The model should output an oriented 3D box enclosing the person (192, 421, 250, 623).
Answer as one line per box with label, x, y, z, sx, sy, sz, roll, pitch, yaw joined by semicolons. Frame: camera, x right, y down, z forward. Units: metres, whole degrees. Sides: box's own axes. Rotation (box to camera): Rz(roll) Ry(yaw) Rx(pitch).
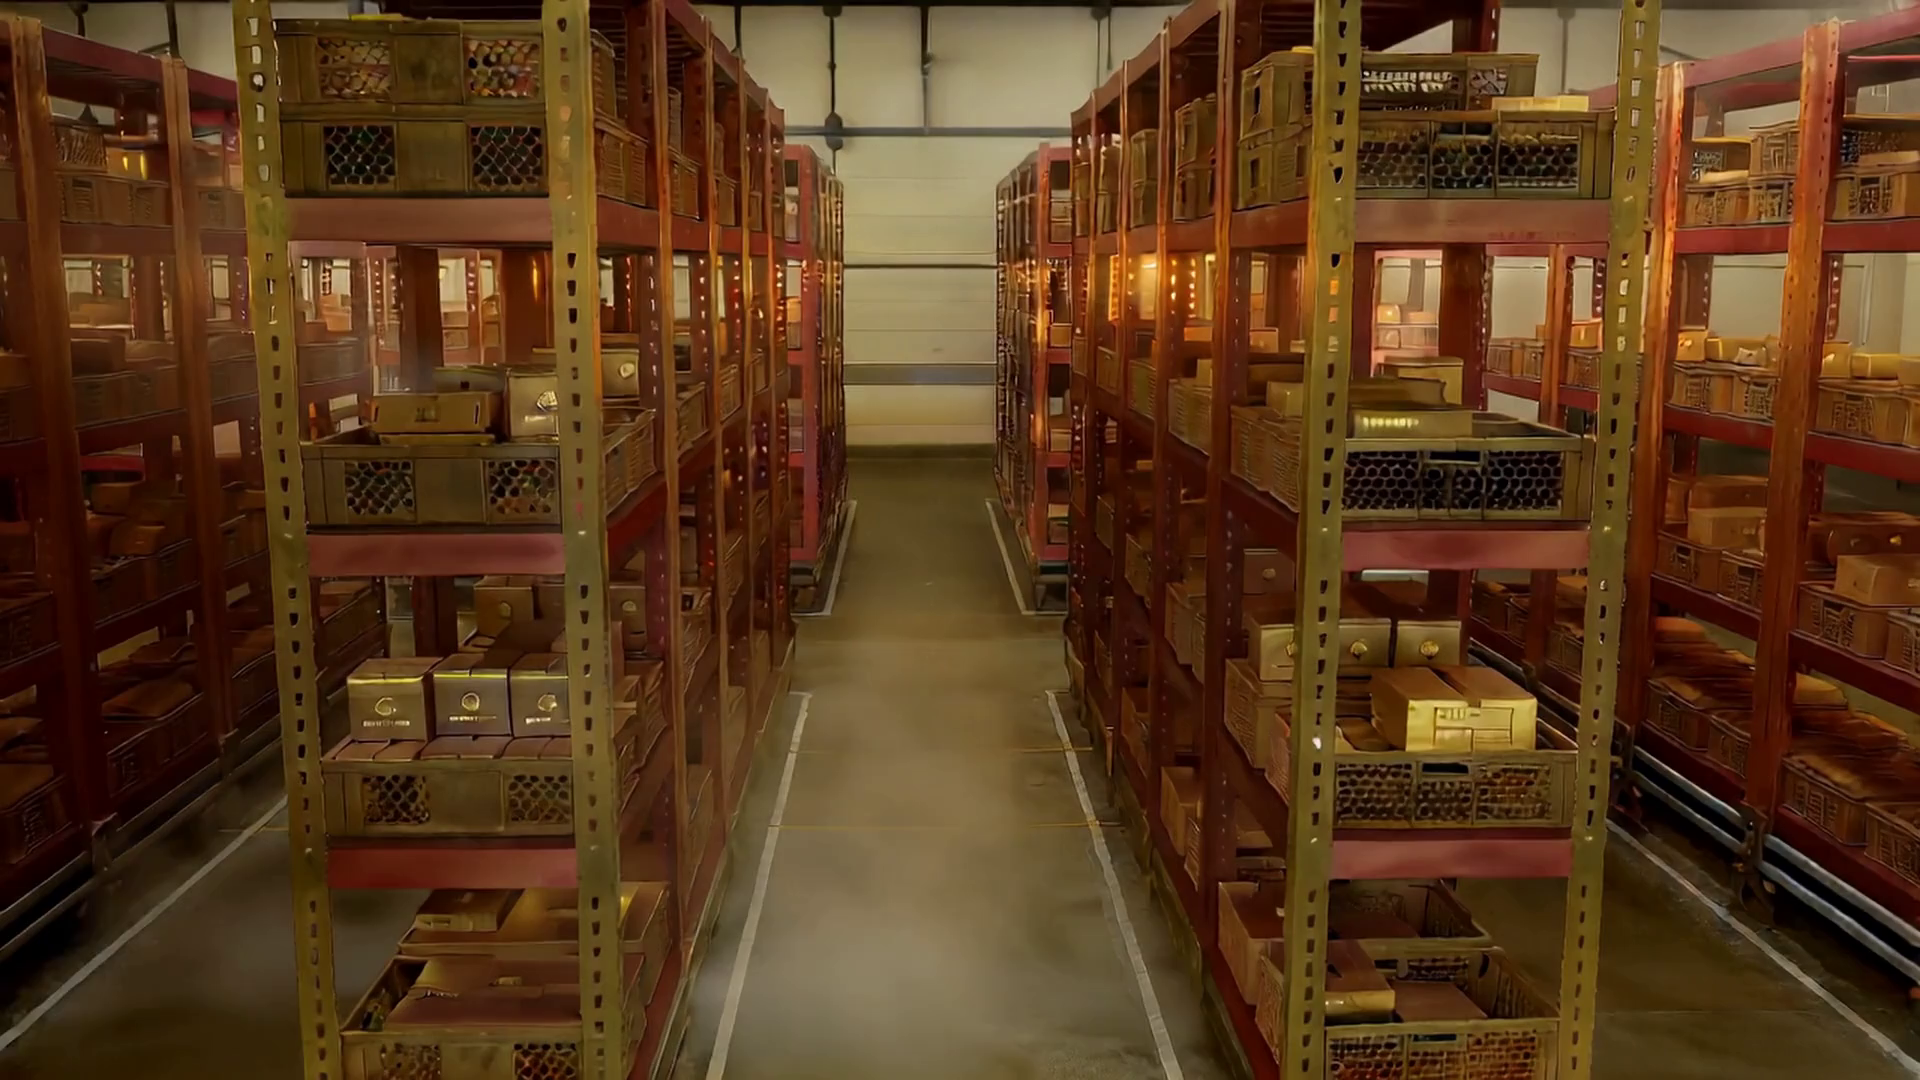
person;-5.595;-0.288;12.531;0.388;1.847;0.563;3;10;16
